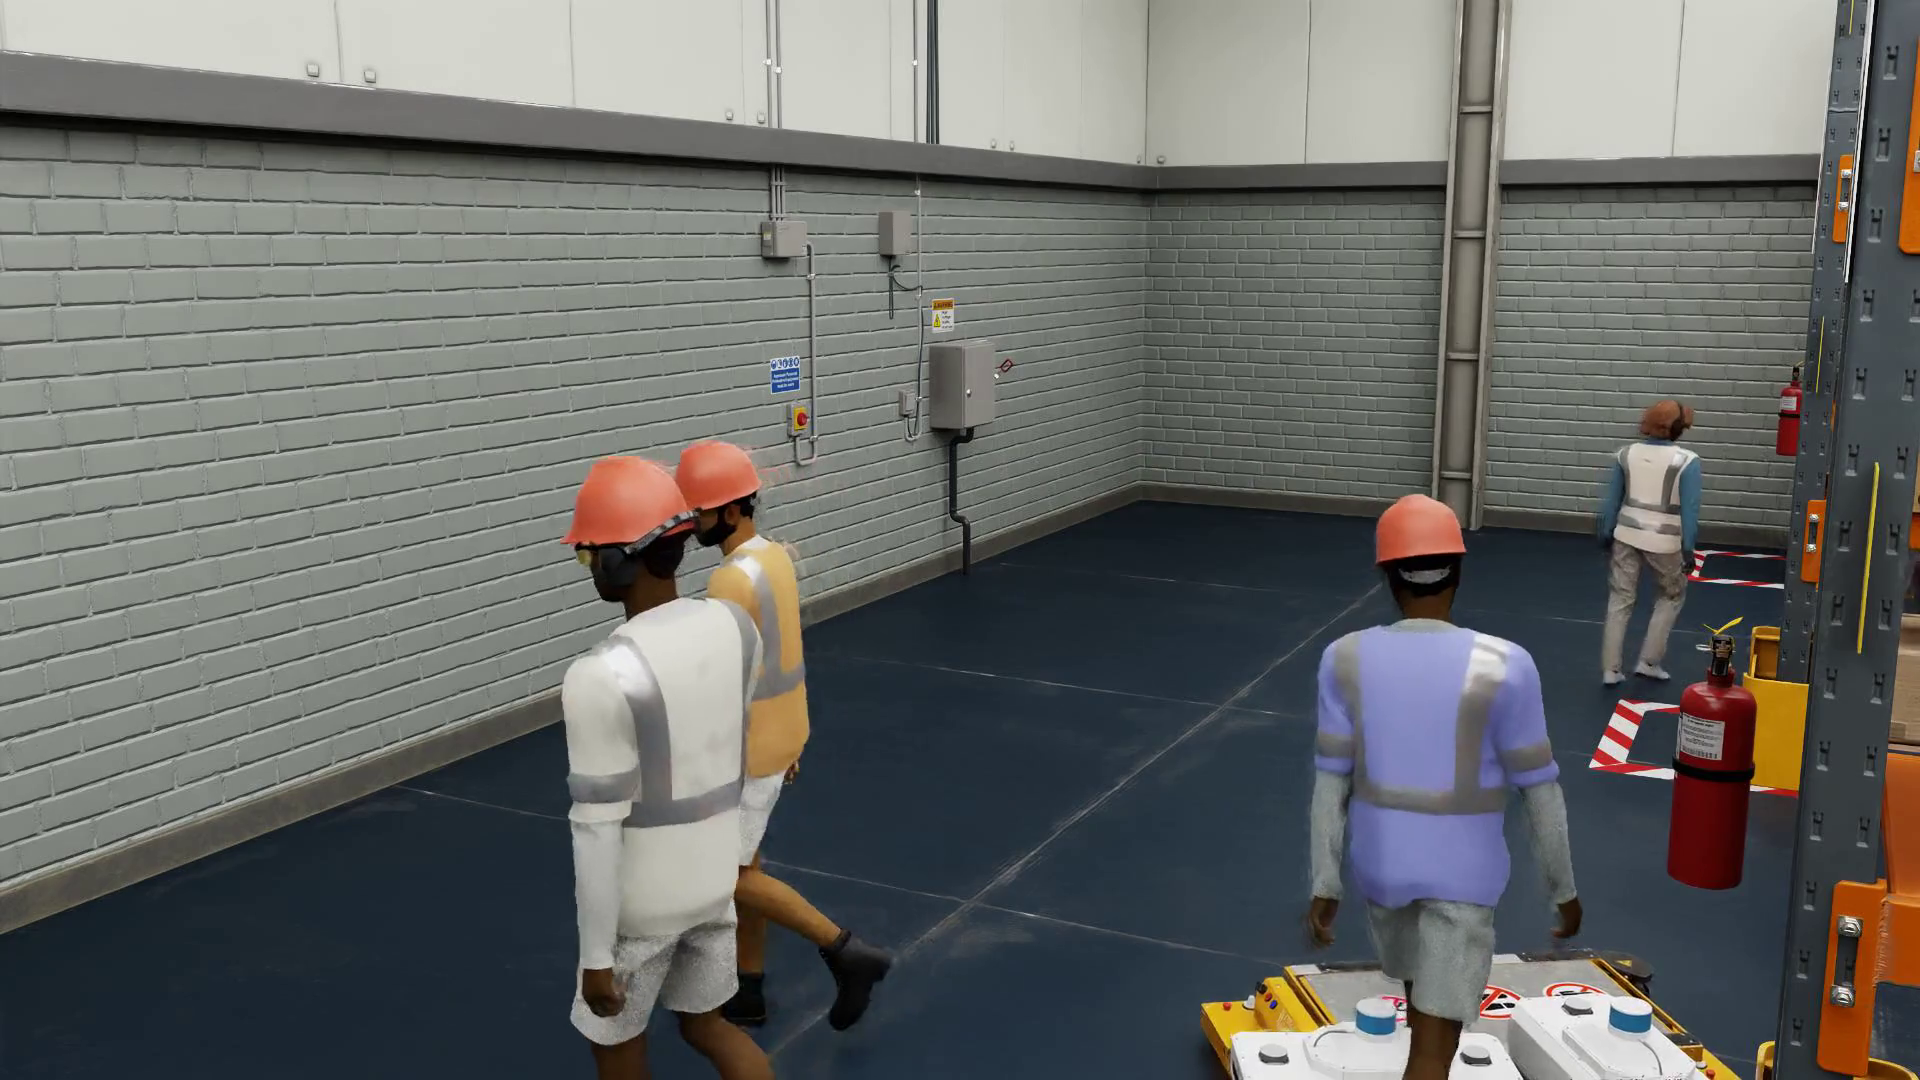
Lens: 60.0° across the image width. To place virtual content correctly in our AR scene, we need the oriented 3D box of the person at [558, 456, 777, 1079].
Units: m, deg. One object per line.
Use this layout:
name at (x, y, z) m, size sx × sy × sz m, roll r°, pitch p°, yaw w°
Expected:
person at (-0.639, 0.811, 3.858) m, size 0.759 × 2.023 × 0.617 m, roll 7°, pitch 12°, yaw 32°

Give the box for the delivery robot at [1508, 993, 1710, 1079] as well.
delivery robot at (1.714, 1.422, 4.286) m, size 0.477 × 0.478 × 0.707 m, roll -1°, pitch 10°, yaw -8°

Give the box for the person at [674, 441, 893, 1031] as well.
person at (-0.575, 0.633, 5.160) m, size 0.634 × 1.907 × 0.550 m, roll 1°, pitch 10°, yaw 8°

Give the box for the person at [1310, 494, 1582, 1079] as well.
person at (1.166, 0.839, 4.143) m, size 0.645 × 1.875 × 1.003 m, roll 8°, pitch 13°, yaw 37°

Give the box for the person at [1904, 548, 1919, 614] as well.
person at (5.037, 0.047, 8.578) m, size 0.923 × 1.821 × 0.530 m, roll 4°, pitch 11°, yaw 21°

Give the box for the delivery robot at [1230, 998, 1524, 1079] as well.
delivery robot at (1.059, 1.424, 4.276) m, size 0.707 × 0.478 × 0.477 m, roll 0°, pitch 10°, yaw 1°

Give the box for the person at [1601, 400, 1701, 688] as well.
person at (3.835, 0.023, 9.247) m, size 0.573 × 1.612 × 0.634 m, roll -8°, pitch 13°, yaw -36°

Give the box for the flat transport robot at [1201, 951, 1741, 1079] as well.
flat transport robot at (1.505, 1.482, 4.991) m, size 1.431 × 0.197 × 0.652 m, roll -1°, pitch 10°, yaw -7°
